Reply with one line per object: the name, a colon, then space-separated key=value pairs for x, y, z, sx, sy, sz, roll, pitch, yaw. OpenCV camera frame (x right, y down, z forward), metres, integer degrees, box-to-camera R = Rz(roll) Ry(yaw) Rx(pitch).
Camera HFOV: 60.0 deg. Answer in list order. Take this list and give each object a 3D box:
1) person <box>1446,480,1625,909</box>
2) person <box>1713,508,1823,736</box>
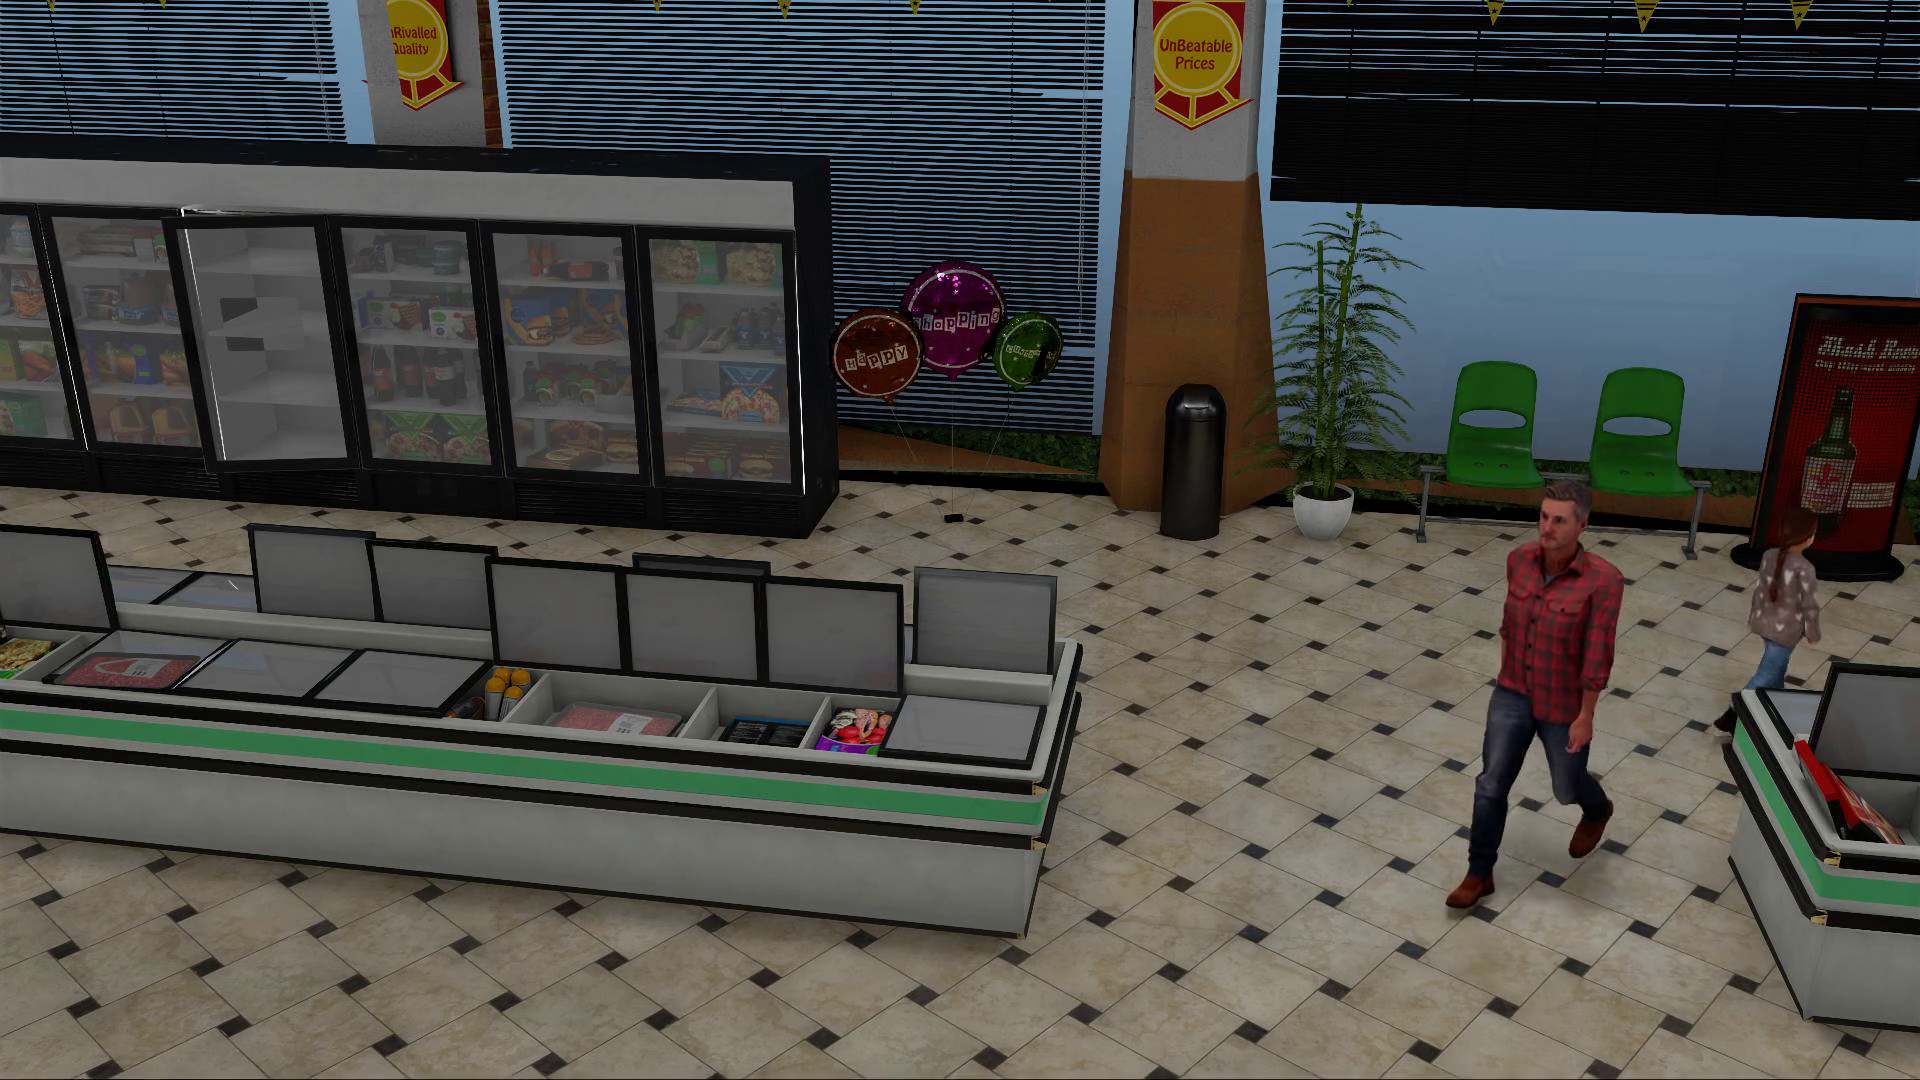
person: x=2.445 y=0.624 z=6.776 sx=1.196 sy=1.800 sz=1.212 roll=-19 pitch=28 yaw=-38
person: x=3.960 y=0.427 z=8.102 sx=0.867 sy=1.178 sz=0.668 roll=-5 pitch=22 yaw=-12
